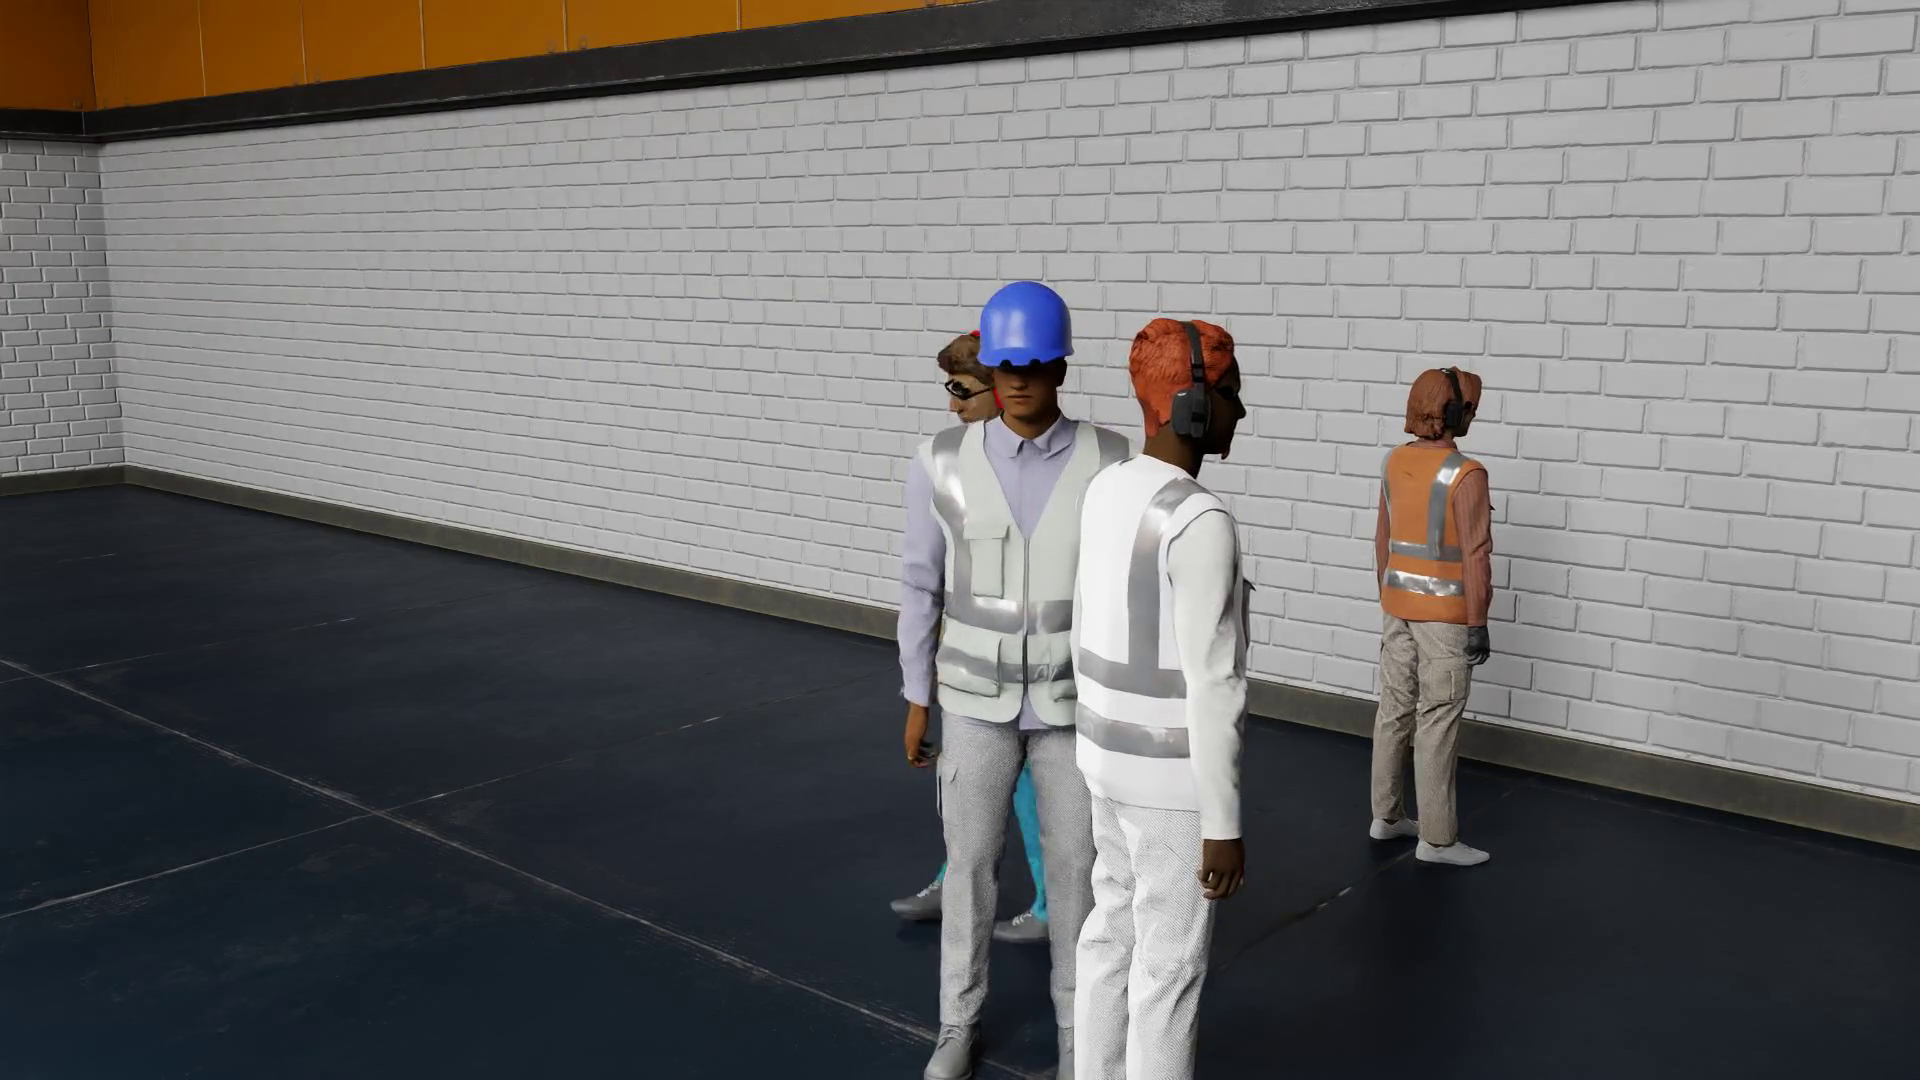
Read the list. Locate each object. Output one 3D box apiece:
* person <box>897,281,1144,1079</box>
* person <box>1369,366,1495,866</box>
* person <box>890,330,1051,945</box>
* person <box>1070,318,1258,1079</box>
[{"bbox_3d":[0.156,0.369,3.943,0.615,1.945,0.404,1,10,5],"label":"person"},{"bbox_3d":[1.554,0.252,5.489,0.306,1.640,0.522,-4,11,-22],"label":"person"},{"bbox_3d":[0.056,0.309,4.703,0.701,1.804,0.617,0,10,3],"label":"person"},{"bbox_3d":[0.415,0.492,3.426,0.337,1.882,0.584,-4,11,-19],"label":"person"}]
